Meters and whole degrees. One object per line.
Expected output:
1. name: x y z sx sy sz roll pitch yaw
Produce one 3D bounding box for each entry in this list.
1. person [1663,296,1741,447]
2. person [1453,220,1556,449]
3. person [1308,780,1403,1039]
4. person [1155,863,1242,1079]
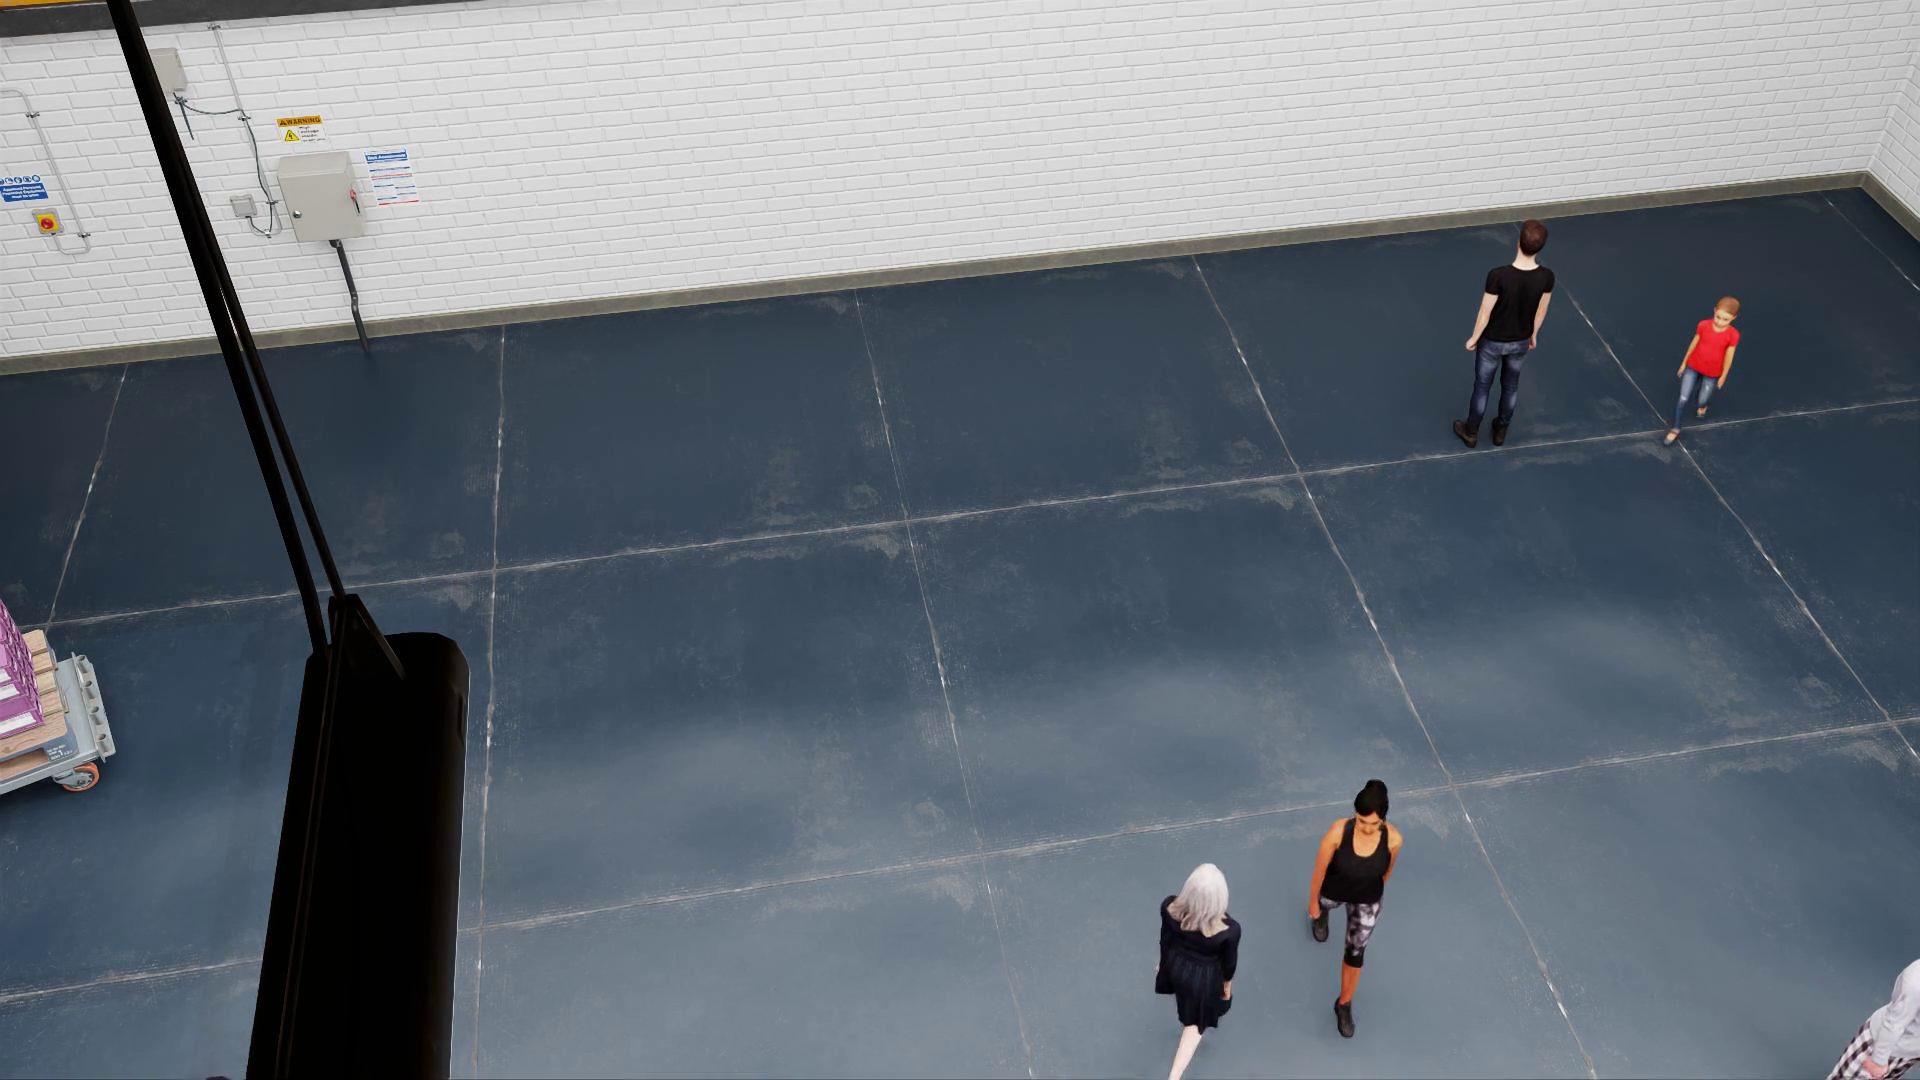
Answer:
1. person: 5.591 -1.303 12.441 0.751 1.293 0.790 30 51 28
2. person: 4.004 -1.480 12.189 0.708 1.896 0.625 0 44 0
3. person: 2.072 1.801 8.949 0.788 1.614 1.175 3 44 3
4. person: 1.153 2.250 8.399 0.931 1.723 1.057 19 47 19
